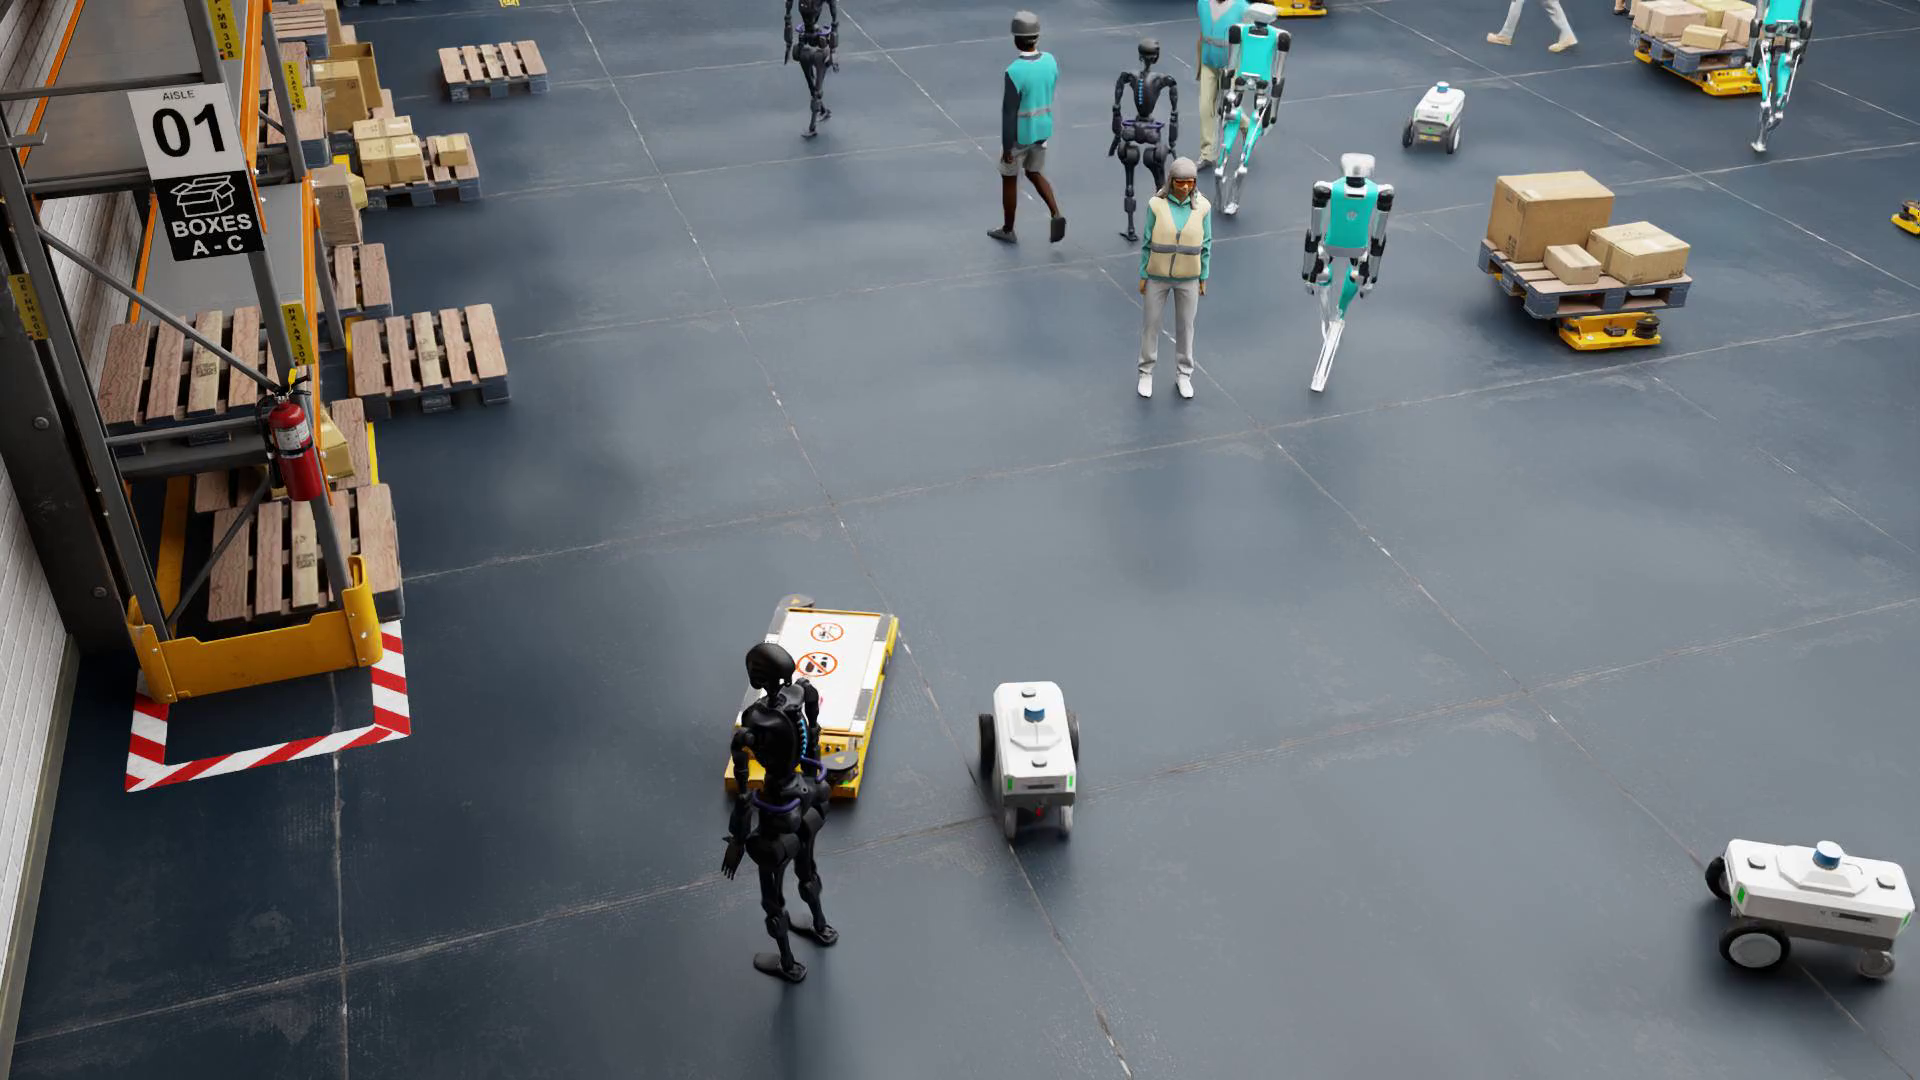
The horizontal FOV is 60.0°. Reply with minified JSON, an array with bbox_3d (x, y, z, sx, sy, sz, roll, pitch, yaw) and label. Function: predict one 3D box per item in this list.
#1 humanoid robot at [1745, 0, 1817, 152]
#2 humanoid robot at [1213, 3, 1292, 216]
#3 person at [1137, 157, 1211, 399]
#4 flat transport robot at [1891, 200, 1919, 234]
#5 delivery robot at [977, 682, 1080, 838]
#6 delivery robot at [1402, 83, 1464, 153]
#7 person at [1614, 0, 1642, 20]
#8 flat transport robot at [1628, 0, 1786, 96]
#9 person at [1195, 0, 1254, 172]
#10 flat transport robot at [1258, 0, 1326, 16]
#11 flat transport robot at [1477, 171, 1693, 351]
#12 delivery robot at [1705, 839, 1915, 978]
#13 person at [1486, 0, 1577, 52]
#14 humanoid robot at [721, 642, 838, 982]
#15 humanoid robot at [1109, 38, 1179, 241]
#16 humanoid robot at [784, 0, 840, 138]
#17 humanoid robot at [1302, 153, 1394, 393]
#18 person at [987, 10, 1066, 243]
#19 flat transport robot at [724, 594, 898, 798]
[{"bbox_3d":[7.498,-4.350,15.215,0.534,1.795,0.832,4,33,7],"label":"humanoid robot"},{"bbox_3d":[2.371,-3.481,13.920,0.557,1.838,0.803,13,35,19],"label":"humanoid robot"},{"bbox_3d":[1.445,-1.778,11.272,0.464,1.706,0.367,1,33,1],"label":"person"},{"bbox_3d":[8.460,-2.465,13.639,0.659,0.231,1.431,-10,35,-15],"label":"flat transport robot"},{"bbox_3d":[0.351,1.012,8.056,0.499,0.608,0.786,-2,33,-3],"label":"delivery robot"},{"bbox_3d":[4.530,-4.020,15.772,0.499,0.606,0.807,15,36,21],"label":"delivery robot"},{"bbox_3d":[7.838,-6.833,19.051,0.375,1.675,0.462,-14,36,-21],"label":"person"},{"bbox_3d":[7.823,-5.008,17.539,0.659,0.231,1.431,-8,34,-13],"label":"flat transport robot"},{"bbox_3d":[2.395,-4.269,14.988,0.615,1.813,0.715,29,43,36],"label":"person"},{"bbox_3d":[3.866,-6.548,19.901,0.659,0.231,1.431,-3,33,-5],"label":"flat transport robot"},{"bbox_3d":[4.690,-1.847,12.691,0.659,0.231,1.431,-6,34,-8],"label":"flat transport robot"},{"bbox_3d":[3.665,1.557,7.212,0.784,0.599,0.499,7,34,11],"label":"delivery robot"},{"bbox_3d":[6.348,-6.211,17.985,0.946,1.814,0.461,19,37,26],"label":"person"},{"bbox_3d":[-0.742,1.114,6.856,0.325,1.652,0.592,18,37,25],"label":"humanoid robot"},{"bbox_3d":[1.492,-3.229,13.526,0.629,1.650,0.388,14,36,21],"label":"humanoid robot"},{"bbox_3d":[-1.400,-4.704,15.828,0.599,1.623,0.793,13,35,19],"label":"humanoid robot"},{"bbox_3d":[2.635,-1.960,11.575,0.530,1.740,1.014,4,33,7],"label":"humanoid robot"},{"bbox_3d":[0.564,-3.269,13.364,0.586,1.918,0.671,-24,40,-32],"label":"person"},{"bbox_3d":[-0.746,0.784,8.655,0.659,0.231,1.431,4,33,5],"label":"flat transport robot"}]
